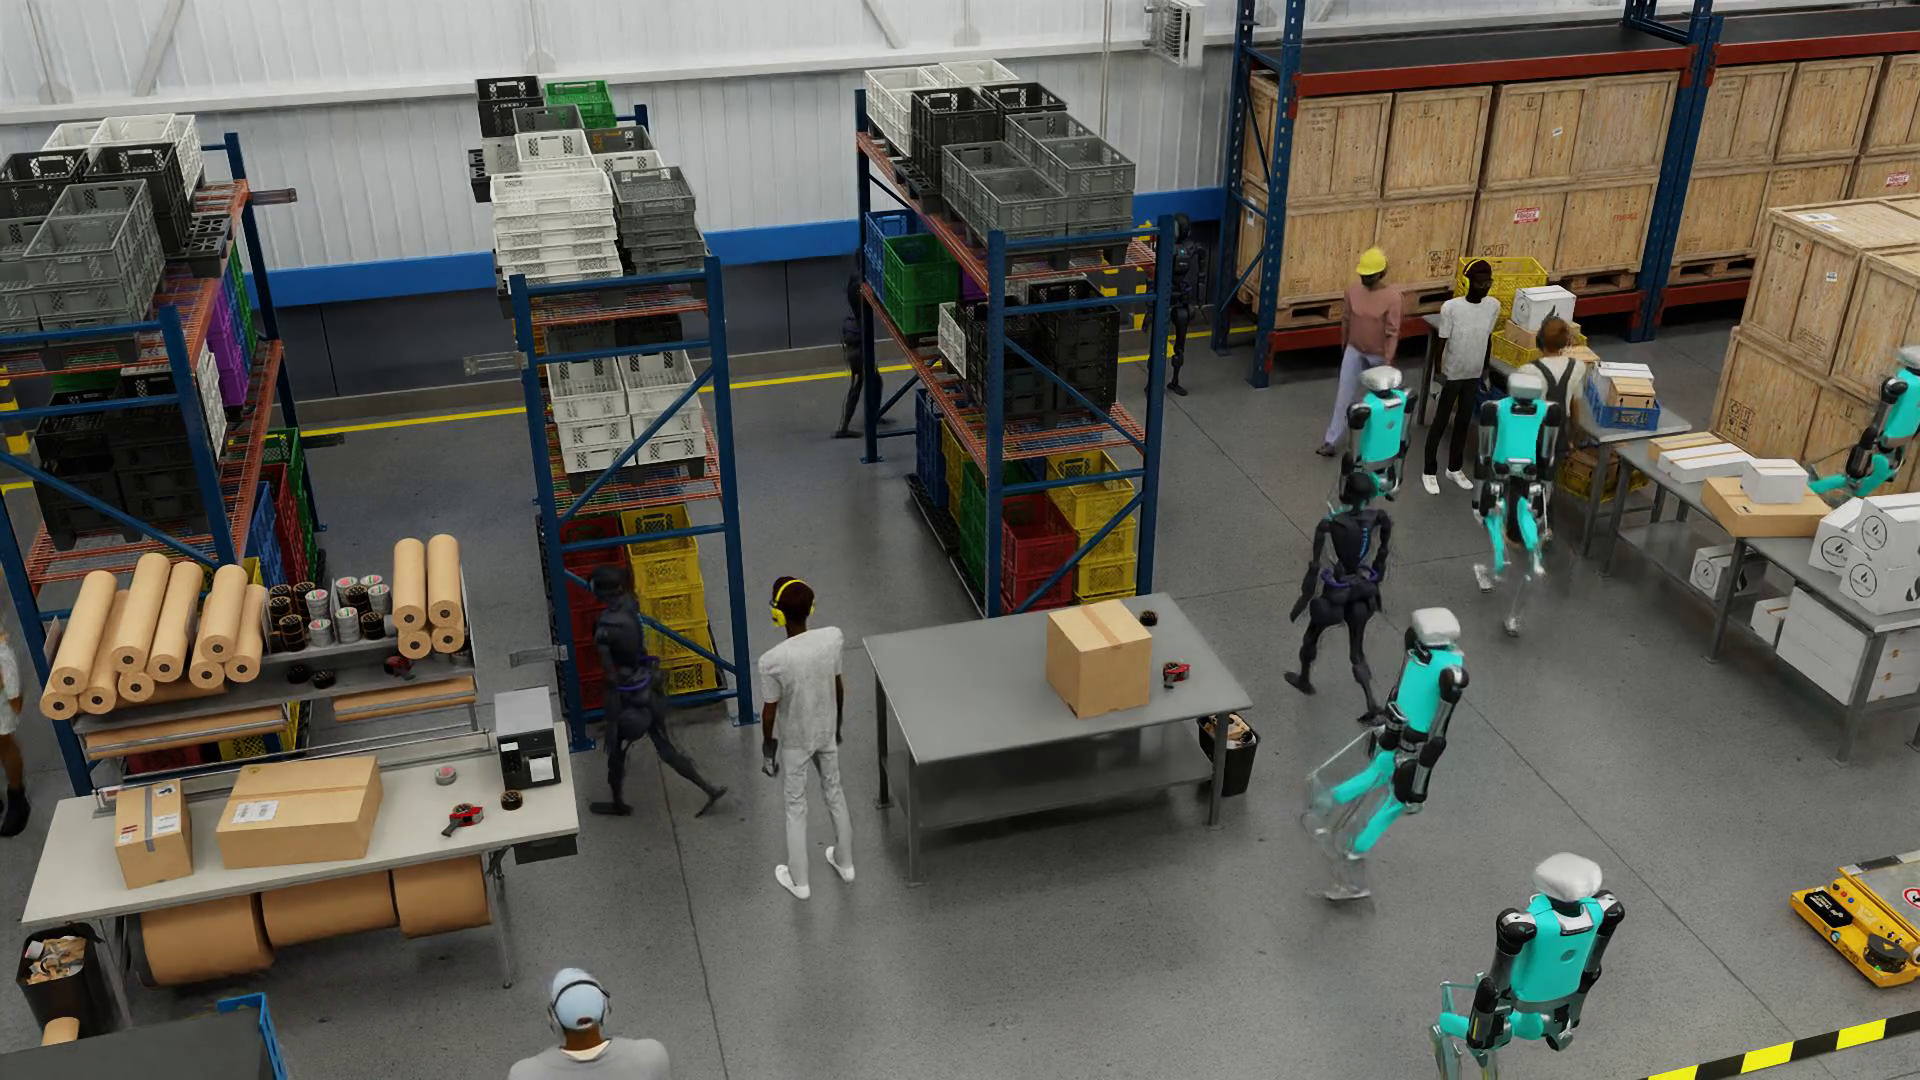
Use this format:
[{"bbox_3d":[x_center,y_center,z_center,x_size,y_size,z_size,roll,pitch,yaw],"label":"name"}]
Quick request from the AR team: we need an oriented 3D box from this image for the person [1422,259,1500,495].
[{"bbox_3d":[3.858,-1.251,12.771,0.509,1.876,0.329,-8,30,-14],"label":"person"}]

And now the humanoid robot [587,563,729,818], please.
[{"bbox_3d":[-1.731,0.871,9.178,0.800,1.609,0.603,4,29,8],"label":"humanoid robot"}]

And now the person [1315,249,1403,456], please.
[{"bbox_3d":[3.255,-1.498,13.375,0.536,1.719,0.888,19,34,31],"label":"person"}]

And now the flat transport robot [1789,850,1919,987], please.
[{"bbox_3d":[5.163,1.916,8.676,1.431,0.231,0.659,-8,30,-14],"label":"flat transport robot"}]

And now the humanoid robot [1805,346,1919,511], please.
[{"bbox_3d":[6.325,-0.546,11.752,0.540,1.897,0.727,-13,31,-23],"label":"humanoid robot"}]

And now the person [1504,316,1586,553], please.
[{"bbox_3d":[4.128,-0.708,11.825,0.536,1.827,0.484,-4,29,-8],"label":"person"}]

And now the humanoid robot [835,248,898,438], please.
[{"bbox_3d":[-0.769,-1.621,13.664,0.631,1.630,0.609,-4,29,-8],"label":"humanoid robot"}]

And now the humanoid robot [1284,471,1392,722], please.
[{"bbox_3d":[2.347,0.338,10.136,0.612,1.632,0.768,-10,30,-18],"label":"humanoid robot"}]

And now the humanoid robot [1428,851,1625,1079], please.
[{"bbox_3d":[2.298,1.893,7.048,0.533,1.681,0.735,-8,30,-14],"label":"humanoid robot"}]

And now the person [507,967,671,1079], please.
[{"bbox_3d":[-1.345,2.336,6.266,0.598,1.850,0.386,-7,30,-13],"label":"person"}]

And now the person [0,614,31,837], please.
[{"bbox_3d":[-5.372,0.816,8.956,0.567,1.924,0.509,-6,29,-11],"label":"person"}]

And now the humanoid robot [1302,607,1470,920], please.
[{"bbox_3d":[2.088,1.190,8.502,0.800,1.801,0.556,-5,29,-8],"label":"humanoid robot"}]

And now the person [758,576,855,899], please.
[{"bbox_3d":[-0.804,1.030,8.644,0.495,1.860,0.338,-18,33,-29],"label":"person"}]

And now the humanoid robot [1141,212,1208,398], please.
[{"bbox_3d":[1.852,-2.025,14.367,0.599,1.659,0.315,-8,30,-14],"label":"humanoid robot"}]

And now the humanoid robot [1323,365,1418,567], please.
[{"bbox_3d":[2.684,-0.445,11.473,0.568,1.783,0.877,-14,32,-24],"label":"humanoid robot"}]

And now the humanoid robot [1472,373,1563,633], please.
[{"bbox_3d":[3.665,-0.174,10.989,0.557,1.739,1.044,3,29,5],"label":"humanoid robot"}]
